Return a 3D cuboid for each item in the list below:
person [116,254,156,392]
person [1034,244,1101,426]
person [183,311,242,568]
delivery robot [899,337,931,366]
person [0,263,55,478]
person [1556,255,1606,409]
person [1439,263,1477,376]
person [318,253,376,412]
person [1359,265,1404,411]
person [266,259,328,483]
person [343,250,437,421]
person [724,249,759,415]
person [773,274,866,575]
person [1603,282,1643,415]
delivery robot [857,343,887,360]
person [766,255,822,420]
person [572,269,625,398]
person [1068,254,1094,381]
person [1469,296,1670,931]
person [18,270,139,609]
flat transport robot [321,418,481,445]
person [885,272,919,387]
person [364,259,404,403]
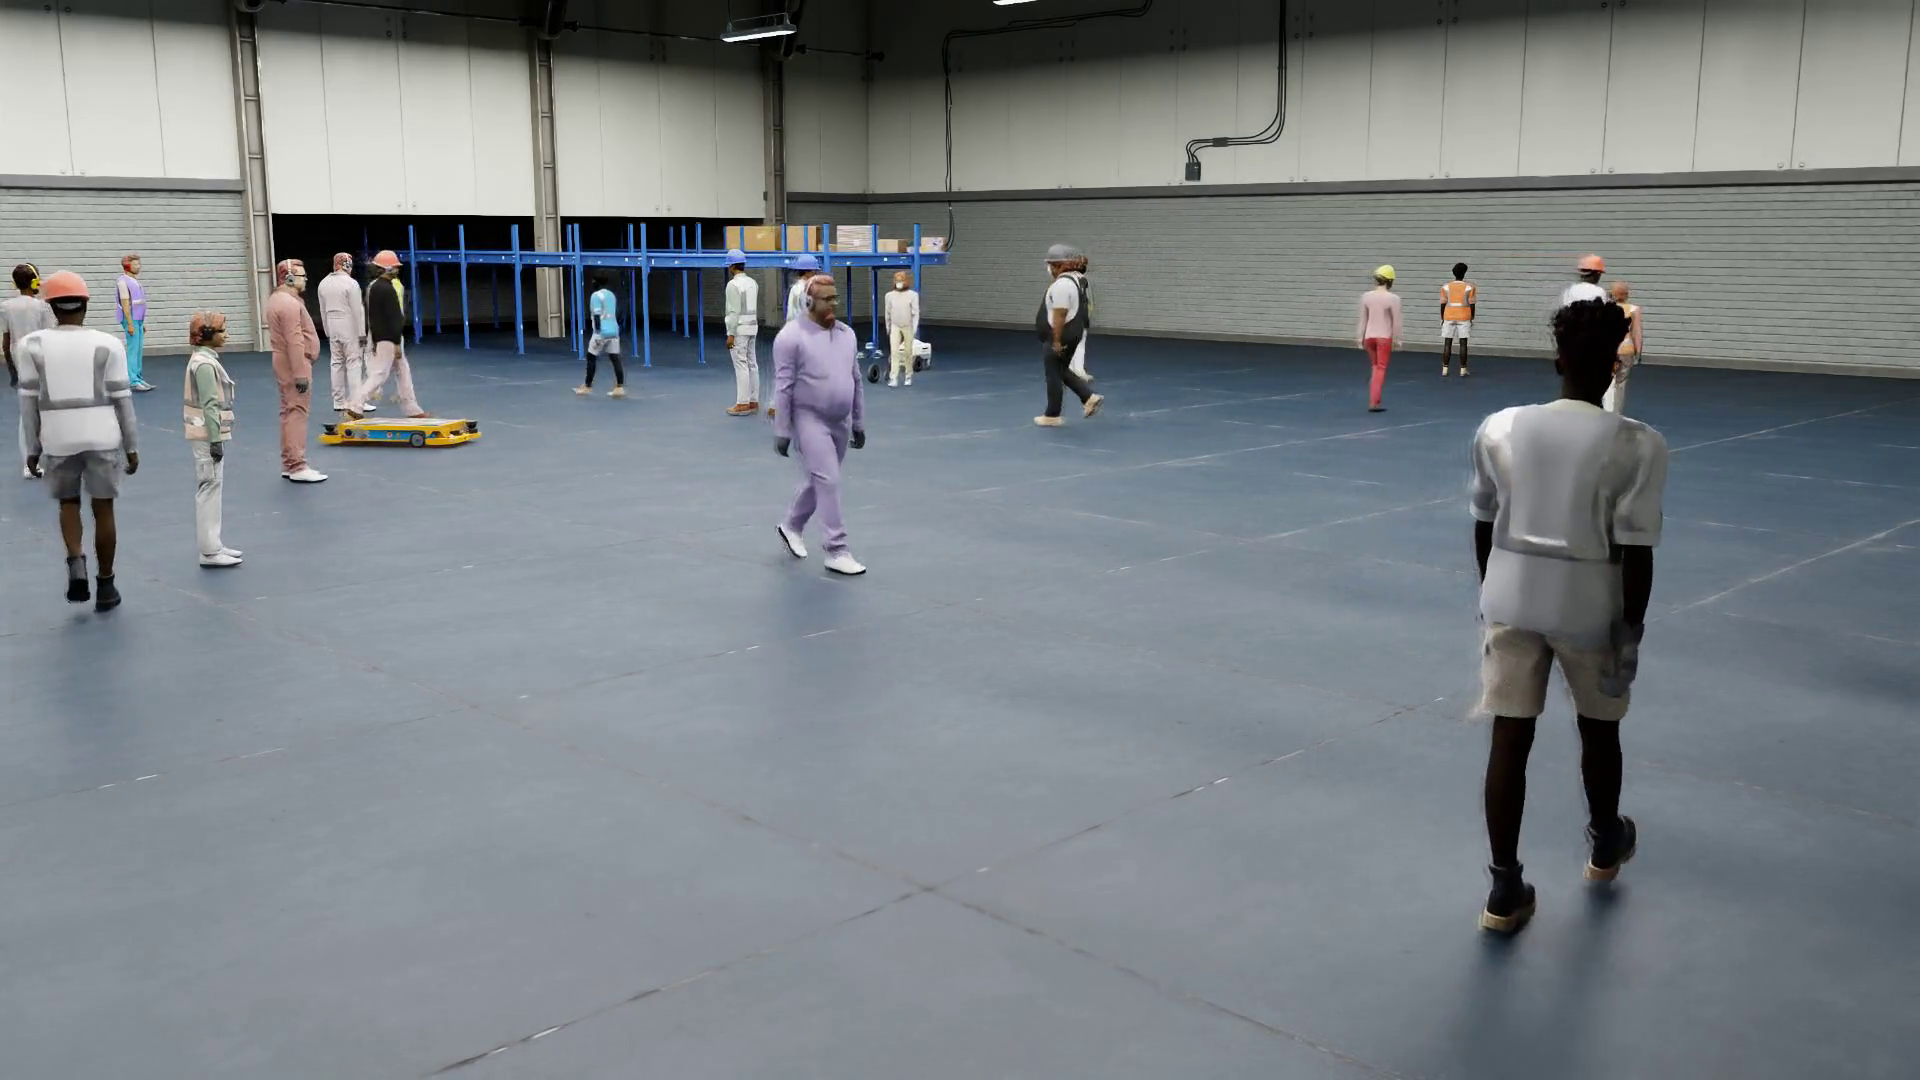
[{"bbox_3d":[-11.278,-2.959,22.682,0.389,1.849,0.566,-2,11,-11],"label":"person"},{"bbox_3d":[1.167,-2.267,18.504,0.675,2.000,0.691,4,11,20],"label":"person"},{"bbox_3d":[-4.818,-0.651,10.707,0.318,1.629,0.506,-5,12,-25],"label":"person"},{"bbox_3d":[-0.751,-2.992,26.257,0.477,0.478,0.707,5,12,27],"label":"delivery robot"},{"bbox_3d":[-8.091,-1.476,14.558,0.542,1.872,0.338,1,10,3],"label":"person"},{"bbox_3d":[7.084,-2.263,18.810,0.981,1.875,0.543,-4,11,-21],"label":"person"},{"bbox_3d":[7.502,-3.322,25.080,0.541,1.697,0.316,5,11,24],"label":"person"},{"bbox_3d":[-7.390,-2.501,20.054,0.639,1.902,0.407,5,12,26],"label":"person"},{"bbox_3d":[5.141,-2.440,20.131,0.599,1.745,0.543,-9,13,-39],"label":"person"},{"bbox_3d":[-5.727,-1.462,14.370,0.403,1.906,0.651,-6,12,-31],"label":"person"},{"bbox_3d":[-6.412,-2.237,18.486,1.003,1.957,0.629,-6,12,-30],"label":"person"},{"bbox_3d":[-2.602,-2.466,19.736,0.398,1.943,0.616,4,11,19],"label":"person"},{"bbox_3d":[-0.916,-0.762,10.652,0.927,1.875,0.652,10,14,42],"label":"person"},{"bbox_3d":[7.356,-2.084,18.610,0.512,1.599,0.759,3,11,14],"label":"person"},{"bbox_3d":[-1.330,-2.769,24.331,0.335,0.223,0.698,6,12,28],"label":"delivery robot"},{"bbox_3d":[-1.766,-2.296,18.977,1.023,1.897,0.619,-2,11,-12],"label":"person"},{"bbox_3d":[-4.735,-2.695,21.719,0.788,1.659,0.557,4,11,19],"label":"person"},{"bbox_3d":[1.722,-3.253,24.352,0.428,1.832,0.626,-3,11,-17],"label":"person"},{"bbox_3d":[1.921,0.203,5.257,0.612,1.918,0.964,7,13,34],"label":"person"},{"bbox_3d":[-4.965,-0.560,9.419,0.571,1.917,0.423,-4,11,-20],"label":"person"},{"bbox_3d":[-5.733,-1.120,17.080,1.431,0.197,0.652,2,10,8],"label":"flat transport robot"},{"bbox_3d":[-0.816,-2.949,23.293,0.504,1.600,0.751,1,10,8],"label":"person"},{"bbox_3d":[-7.333,-2.643,21.062,0.733,1.819,0.640,5,11,25],"label":"person"}]
